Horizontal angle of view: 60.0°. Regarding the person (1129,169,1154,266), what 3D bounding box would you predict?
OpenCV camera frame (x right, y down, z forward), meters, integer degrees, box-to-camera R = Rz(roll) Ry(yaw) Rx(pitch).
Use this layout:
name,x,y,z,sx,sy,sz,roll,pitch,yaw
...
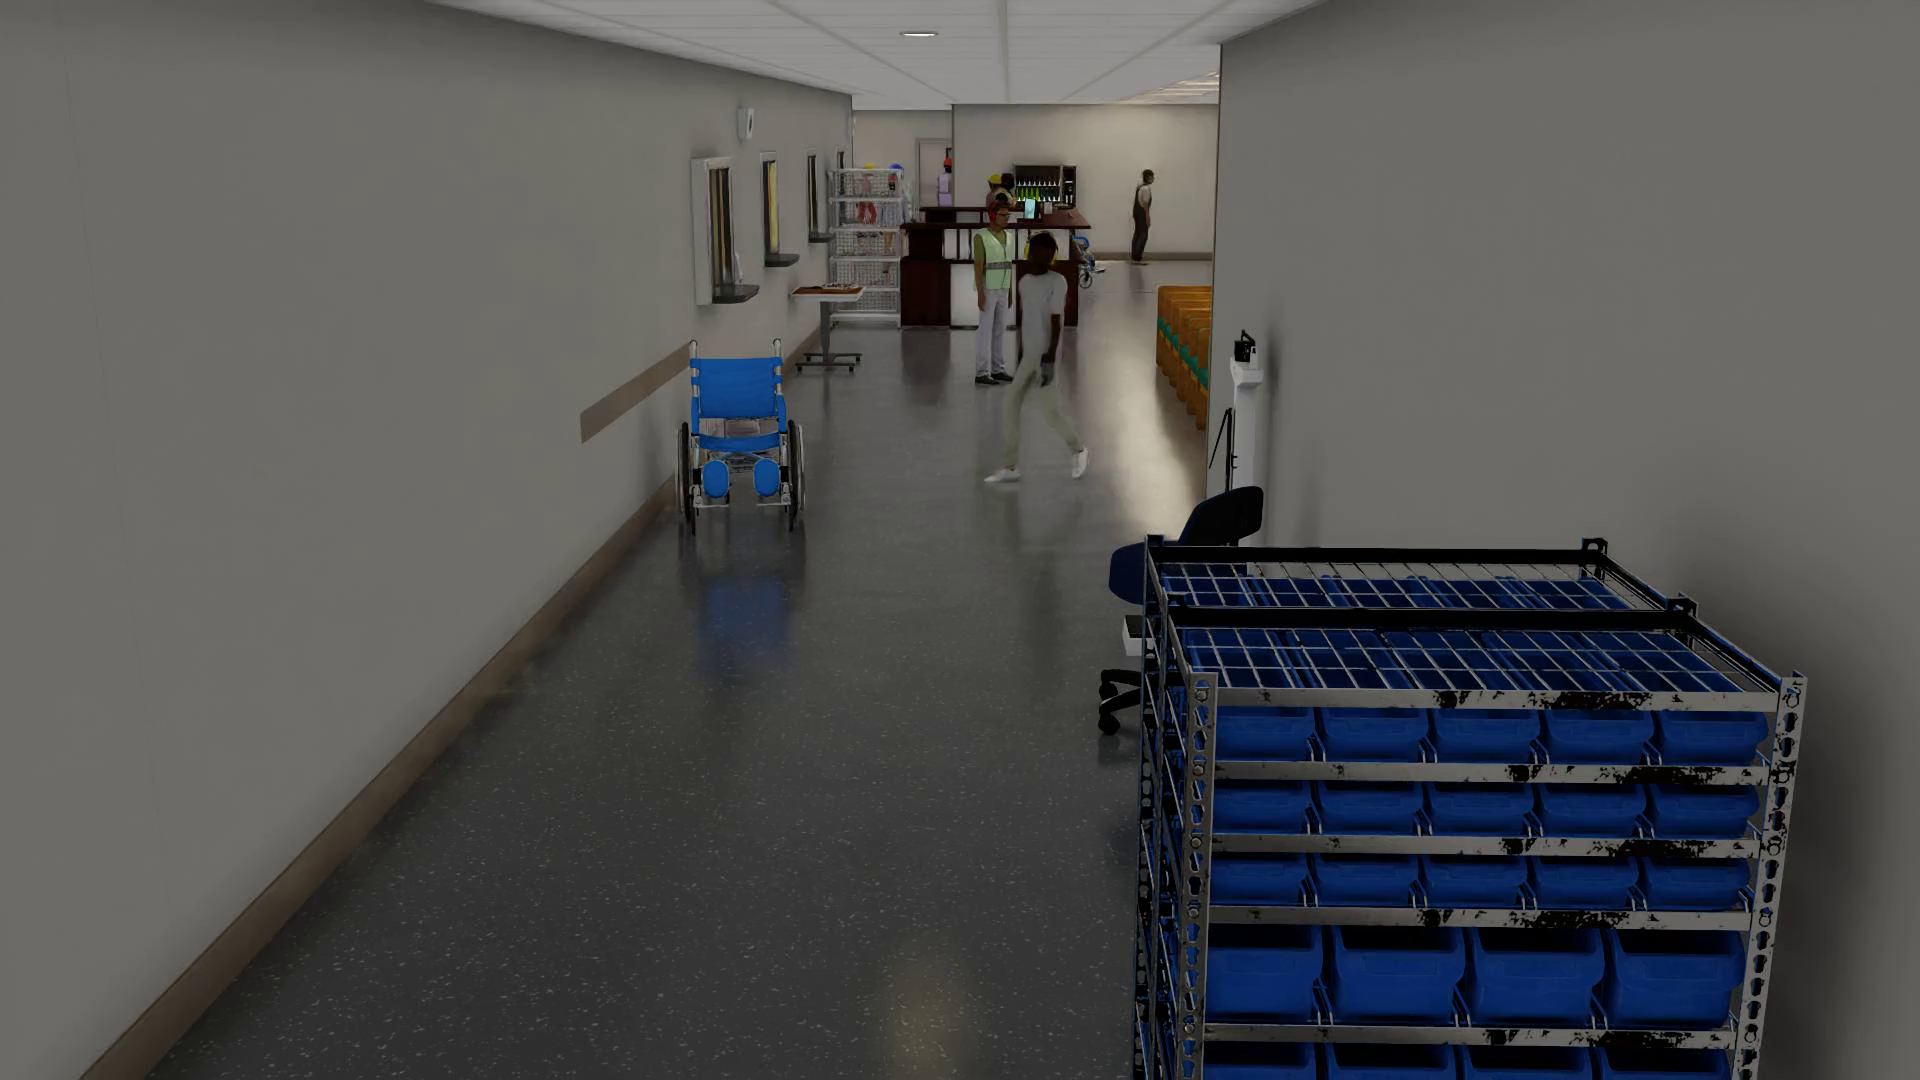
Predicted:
name,x,y,z,sx,sy,sz,roll,pitch,yaw
person,3.441,-6.125,31.587,0.375,1.810,0.712,-2,14,-10

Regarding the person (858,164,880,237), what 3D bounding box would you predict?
name,x,y,z,sx,sy,sz,roll,pitch,yaw
person,-2.169,-8.107,39.760,0.659,1.739,0.538,-8,16,-29

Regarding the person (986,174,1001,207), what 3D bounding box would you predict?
name,x,y,z,sx,sy,sz,roll,pitch,yaw
person,0.603,-5.509,29.155,0.320,1.767,0.534,-3,14,-12

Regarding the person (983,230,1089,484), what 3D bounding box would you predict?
name,x,y,z,sx,sy,sz,roll,pitch,yaw
person,0.580,-1.310,11.966,0.666,1.842,0.559,-11,17,-37

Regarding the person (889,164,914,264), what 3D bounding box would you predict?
name,x,y,z,sx,sy,sz,roll,pitch,yaw
person,-1.185,-6.123,31.382,1.000,1.878,0.634,8,16,28

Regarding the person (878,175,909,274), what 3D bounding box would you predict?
name,x,y,z,sx,sy,sz,roll,pitch,yaw
person,-1.187,-5.631,29.695,0.565,1.744,0.356,0,14,2

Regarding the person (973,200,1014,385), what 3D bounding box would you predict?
name,x,y,z,sx,sy,sz,roll,pitch,yaw
person,0.335,-2.501,16.808,0.389,1.837,0.562,11,18,37

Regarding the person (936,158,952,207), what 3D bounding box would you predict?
name,x,y,z,sx,sy,sz,roll,pitch,yaw
person,-0.253,-7.329,36.188,0.551,1.932,0.377,10,17,35
